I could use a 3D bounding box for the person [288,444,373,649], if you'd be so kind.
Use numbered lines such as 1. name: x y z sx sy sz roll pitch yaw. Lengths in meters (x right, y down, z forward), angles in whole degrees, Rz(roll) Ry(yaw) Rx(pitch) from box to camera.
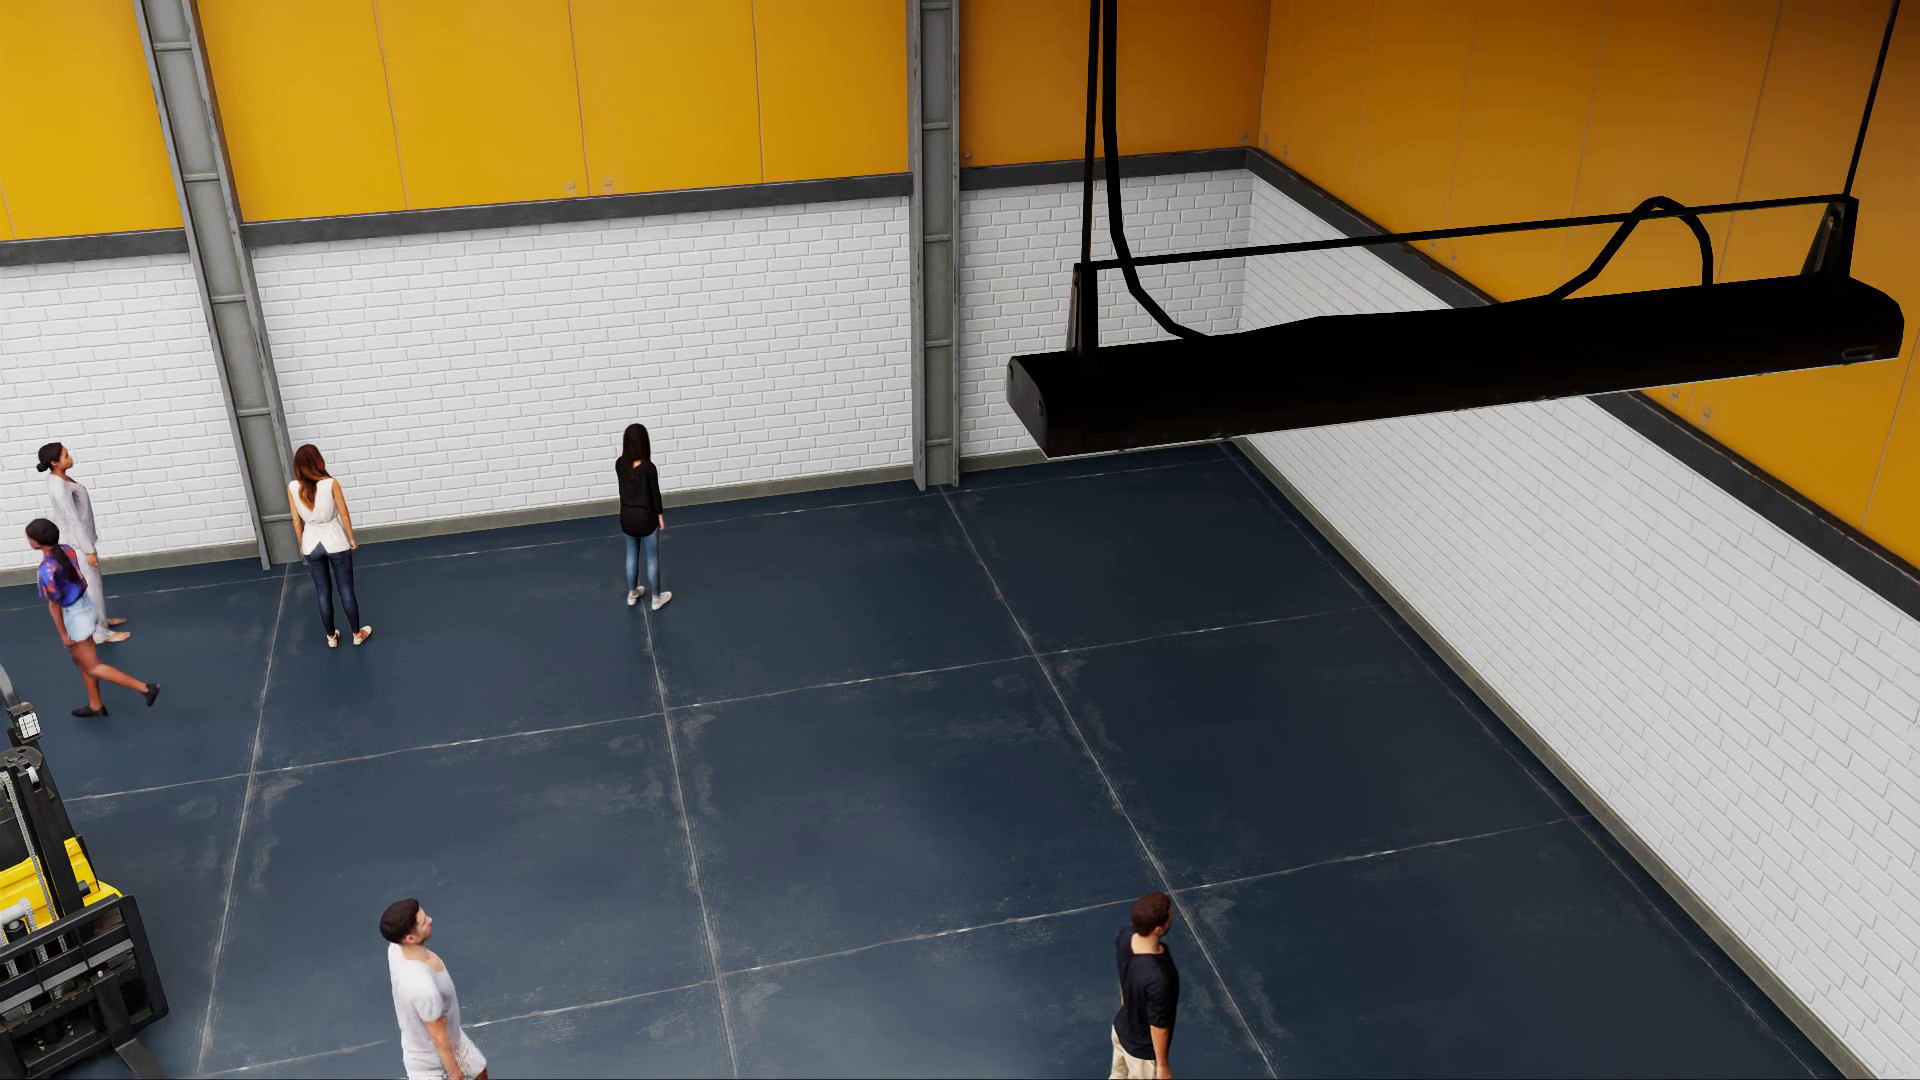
1. person: -5.058 0.055 13.270 0.506 1.785 0.684 -3 29 -6

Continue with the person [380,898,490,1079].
1. person: -2.793 2.633 8.512 1.297 1.816 0.874 -14 32 -24

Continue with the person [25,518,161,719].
1. person: -6.422 0.616 12.319 1.042 1.710 0.754 0 29 1

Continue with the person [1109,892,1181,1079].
1. person: 0.929 2.570 8.589 0.557 1.852 0.640 -9 30 -16

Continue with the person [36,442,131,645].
1. person: -7.111 0.010 13.402 0.650 1.737 0.690 -17 33 -28

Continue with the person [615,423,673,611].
1. person: -2.675 -0.199 13.885 0.621 1.643 0.700 11 30 18
